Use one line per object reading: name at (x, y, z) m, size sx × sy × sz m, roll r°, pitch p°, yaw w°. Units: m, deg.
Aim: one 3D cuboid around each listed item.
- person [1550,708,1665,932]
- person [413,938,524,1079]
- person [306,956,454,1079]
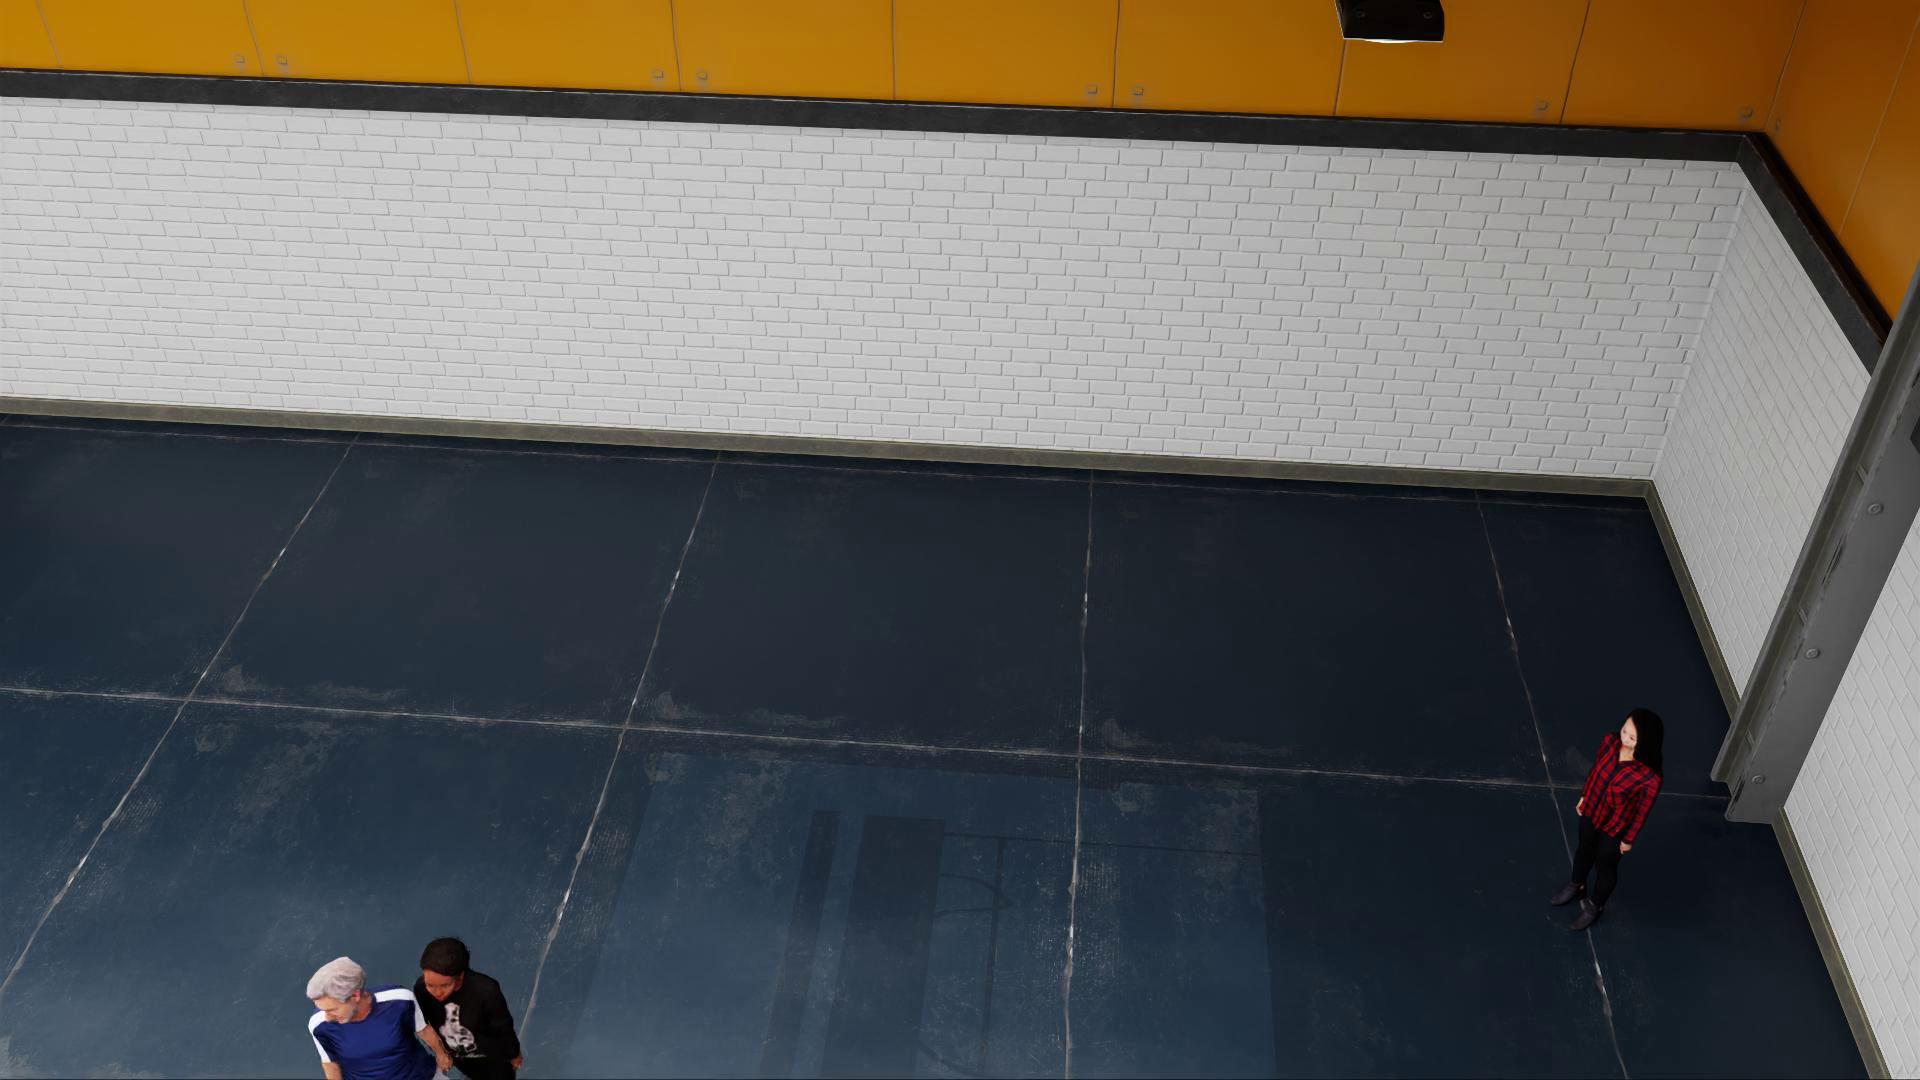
person at (3.649, 1.535, 9.293) m, size 0.716 × 1.652 × 0.599 m, roll -15°, pitch 41°, yaw -18°
person at (-2.352, 2.445, 8.142) m, size 0.596 × 1.665 × 0.573 m, roll 7°, pitch 39°, yaw 8°
person at (-2.658, 2.540, 7.909) m, size 0.931 × 1.808 × 0.873 m, roll -23°, pitch 44°, yaw -26°
